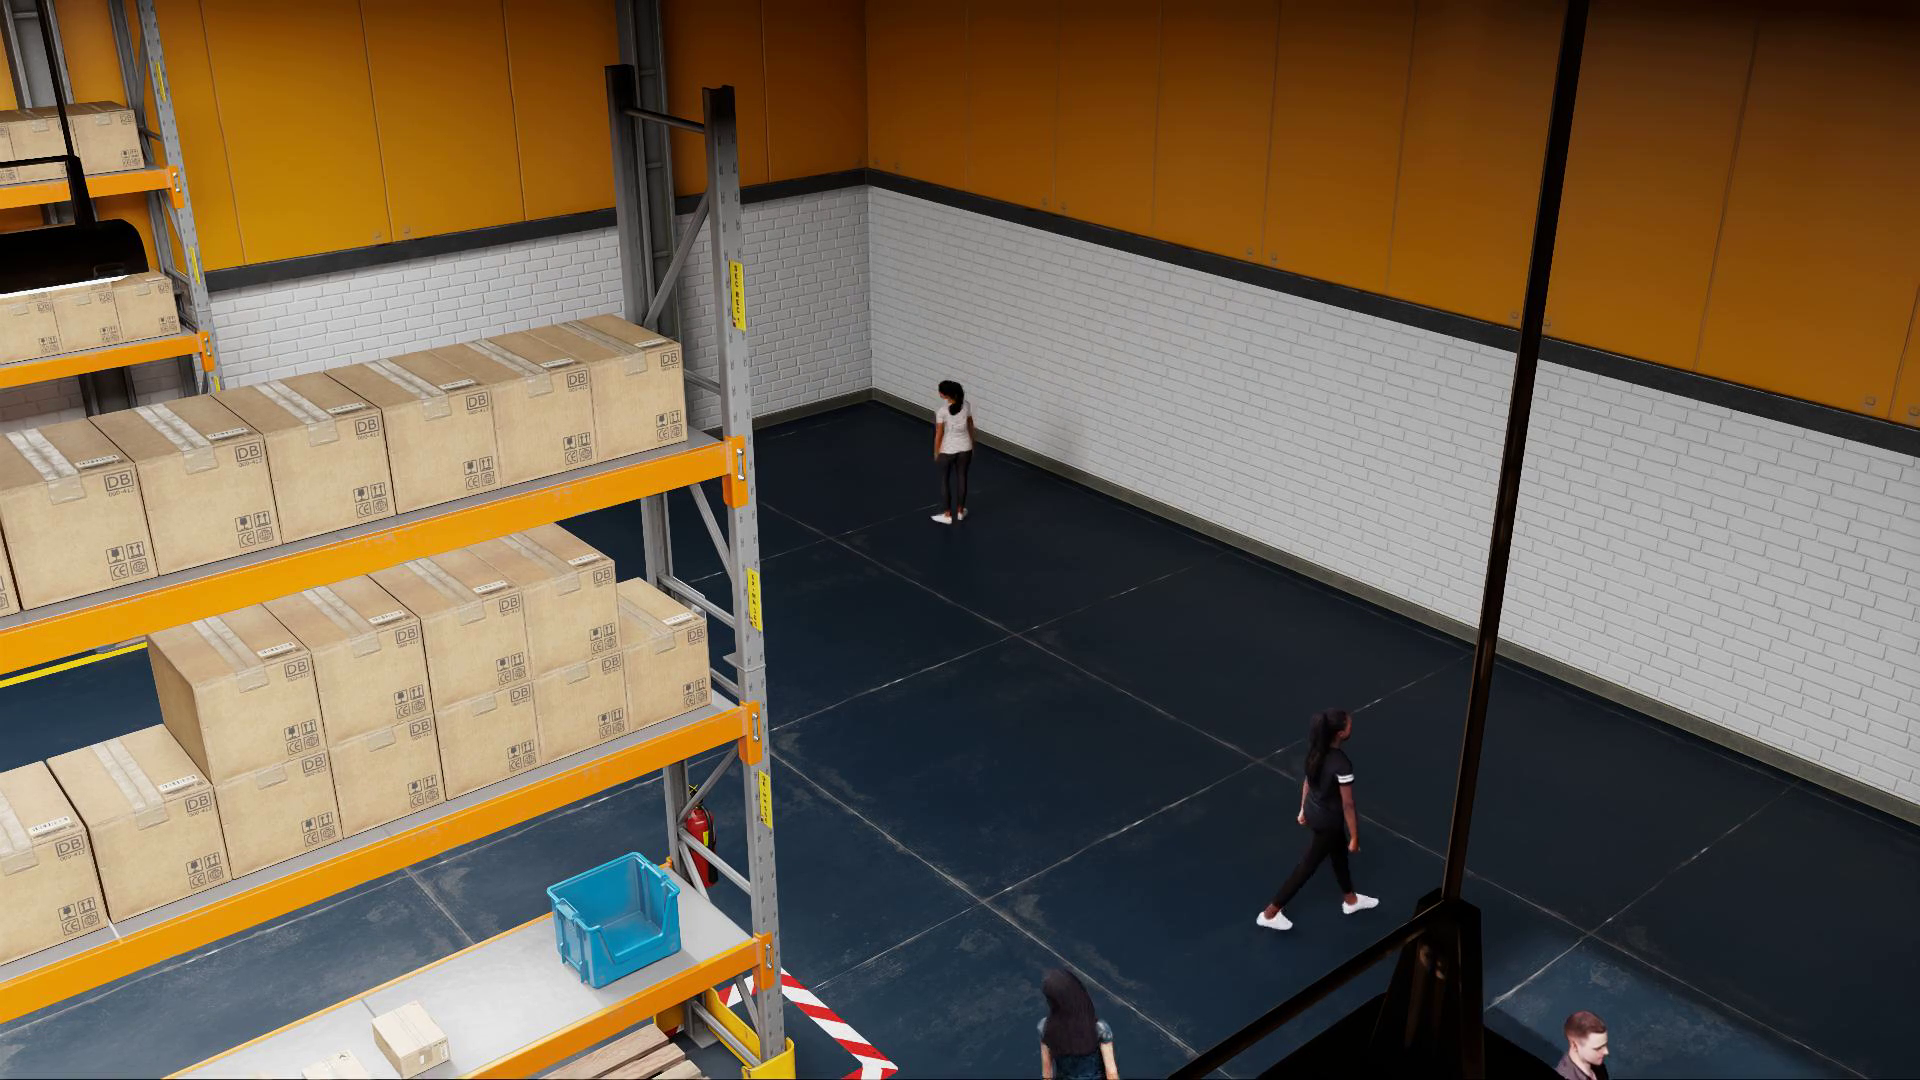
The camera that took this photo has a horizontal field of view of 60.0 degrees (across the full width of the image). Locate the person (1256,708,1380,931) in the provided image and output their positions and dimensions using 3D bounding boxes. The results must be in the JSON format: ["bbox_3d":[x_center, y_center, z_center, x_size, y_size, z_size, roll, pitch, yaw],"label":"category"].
[{"bbox_3d":[2.406,1.940,11.294,1.271,1.683,0.966,-7,24,-15],"label":"person"}]

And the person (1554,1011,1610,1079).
[{"bbox_3d":[2.974,3.112,8.453,0.888,1.811,1.146,18,29,35],"label":"person"}]

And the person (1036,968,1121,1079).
[{"bbox_3d":[0.655,3.049,8.755,0.797,1.684,0.855,8,25,18],"label":"person"}]

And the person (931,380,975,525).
[{"bbox_3d":[-0.033,-0.978,18.043,0.570,1.624,0.770,-3,24,-8],"label":"person"}]
